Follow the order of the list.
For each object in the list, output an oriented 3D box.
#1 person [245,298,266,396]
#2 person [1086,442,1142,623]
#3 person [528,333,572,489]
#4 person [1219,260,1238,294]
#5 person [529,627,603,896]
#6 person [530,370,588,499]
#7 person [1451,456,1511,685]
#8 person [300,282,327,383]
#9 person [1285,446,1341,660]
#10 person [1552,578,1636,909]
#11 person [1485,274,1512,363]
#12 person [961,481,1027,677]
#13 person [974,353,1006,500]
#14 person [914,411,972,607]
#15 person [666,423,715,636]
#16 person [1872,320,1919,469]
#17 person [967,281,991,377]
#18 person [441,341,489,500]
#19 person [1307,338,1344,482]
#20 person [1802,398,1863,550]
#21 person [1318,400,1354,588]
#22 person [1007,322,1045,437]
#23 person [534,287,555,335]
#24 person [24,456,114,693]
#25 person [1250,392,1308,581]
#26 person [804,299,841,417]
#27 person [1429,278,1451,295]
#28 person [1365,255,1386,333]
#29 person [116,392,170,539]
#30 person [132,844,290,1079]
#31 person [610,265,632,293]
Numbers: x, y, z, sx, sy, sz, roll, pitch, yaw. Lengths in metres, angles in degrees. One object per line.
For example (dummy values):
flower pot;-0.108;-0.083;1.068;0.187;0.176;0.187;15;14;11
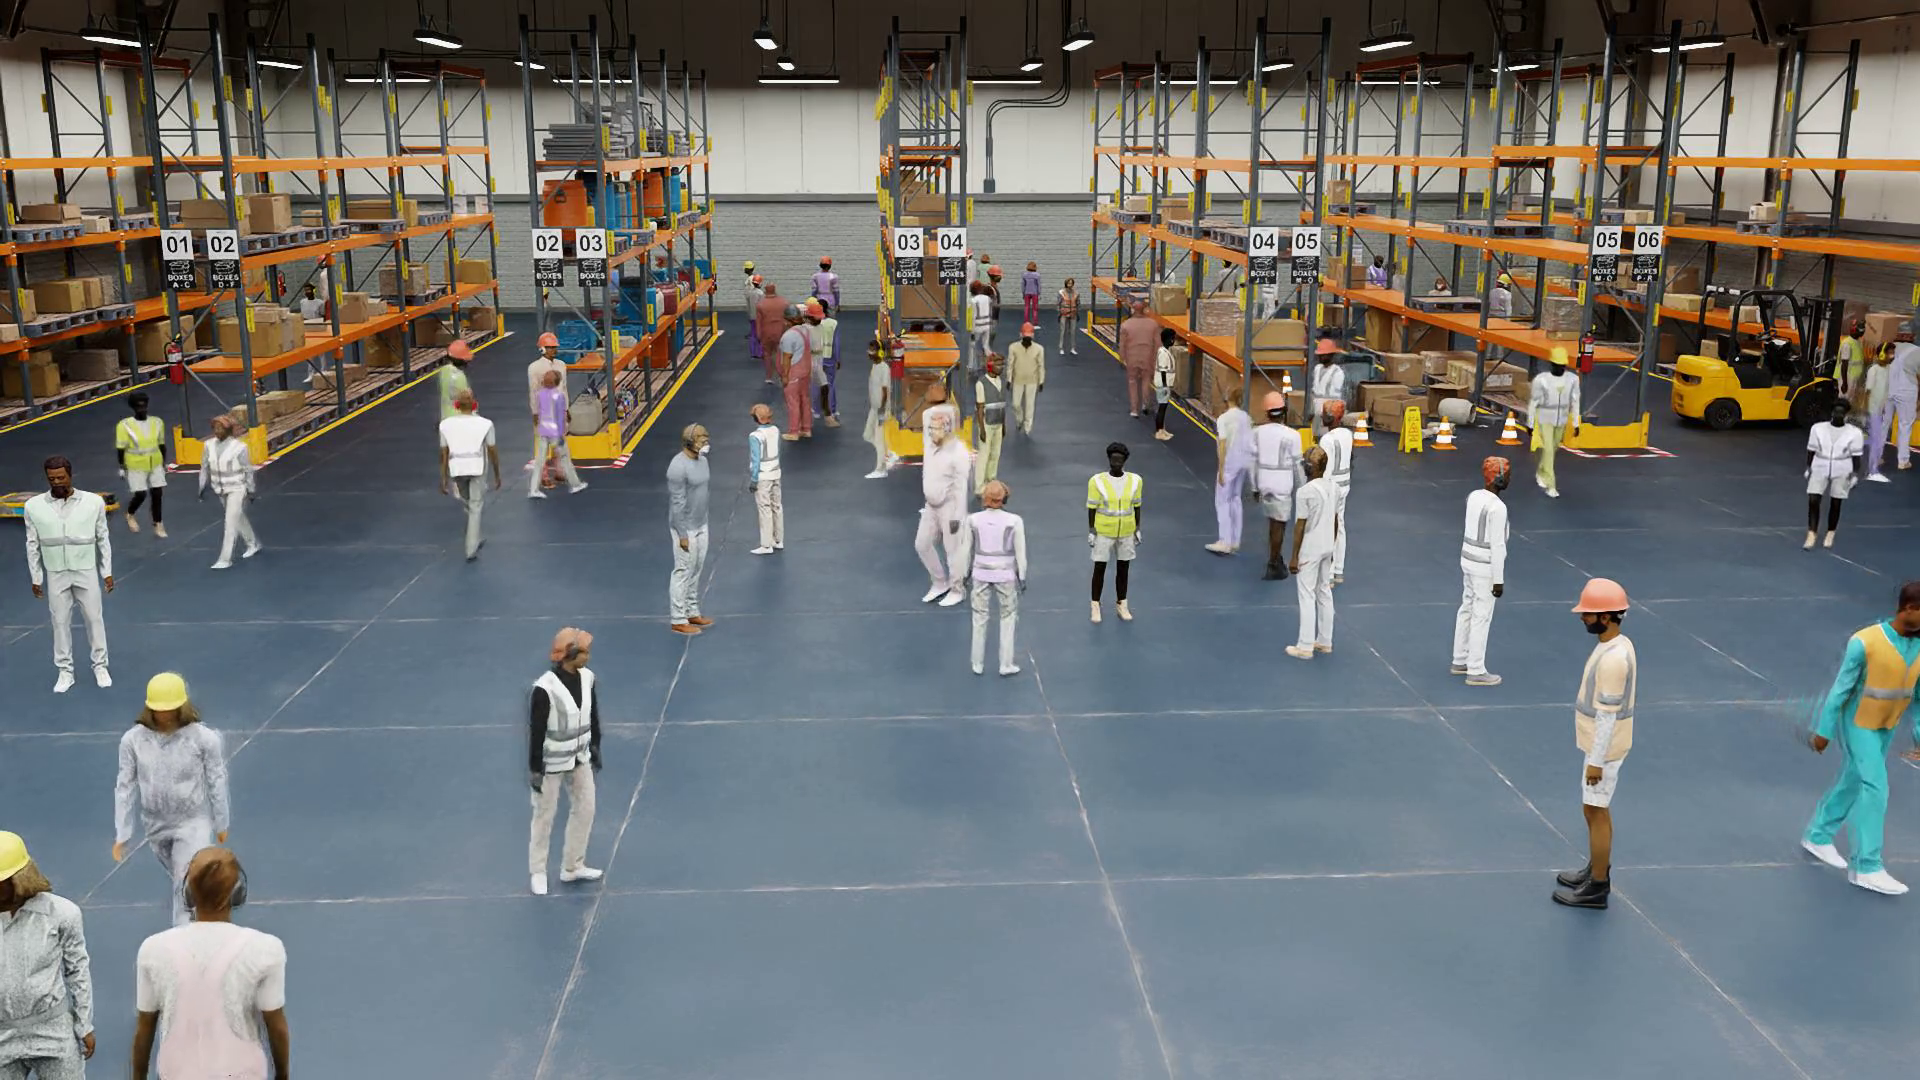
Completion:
person;-12.536;-3.413;29.384;0.309;1.736;0.485;2;13;8
person;1.422;-0.072;15.302;0.538;1.698;0.320;-3;14;-11
person;-5.276;-1.674;21.454;0.374;1.997;0.613;9;16;32
person;6.172;-5.629;38.476;0.517;1.874;0.327;-6;15;-24
person;-2.358;1.292;9.732;0.443;1.607;0.552;7;15;28
person;-5.087;-1.322;20.806;0.538;1.595;0.848;10;16;36
person;4.279;0.245;13.593;0.355;1.876;0.574;-2;13;-7
person;-12.056;-3.868;31.015;0.521;1.874;0.328;1;13;5
person;3.038;0.108;14.261;0.506;1.839;0.339;-10;17;-37
person;3.664;1.166;9.589;0.386;1.924;0.548;5;14;20
person;10.921;-4.460;33.643;0.404;1.824;0.589;-7;15;-28
person;0.282;0.323;13.783;0.562;1.629;0.318;4;14;18
person;0.376;-1.421;20.746;0.384;1.833;0.560;9;16;34
person;-0.184;-0.285;15.818;0.525;1.881;0.664;-10;17;-37
person;-2.414;-0.101;14.962;0.390;1.925;0.623;4;14;17
person;12.857;-2.006;22.764;0.535;2.000;0.681;-12;18;-41
person;0.307;-4.011;31.674;0.636;1.848;0.834;-12;18;-41
person;-6.189;-1.497;20.762;0.500;1.992;0.701;-9;16;-34
person;4.838;-1.681;21.684;0.742;1.914;0.551;-6;14;-22
person;9.431;-0.703;18.013;0.554;1.665;0.742;8;16;32
person;3.695;-0.466;16.576;0.346;1.883;0.584;10;16;35
person;0.995;-2.418;25.144;0.592;1.738;0.373;1;13;3
person;-7.823;-3.893;31.371;0.341;1.757;0.518;0;13;1
person;-7.165;0.263;13.415;0.597;1.918;0.379;-6;15;-23
person;3.263;-0.544;16.873;0.614;1.907;0.513;13;18;43
person;-2.228;-2.941;26.993;0.587;1.918;0.393;2;13;7
person;10.129;-4.729;35.172;0.501;1.633;0.282;7;15;27
person;9.823;-5.795;39.262;0.619;1.837;0.430;-7;15;-28
person;-9.125;-0.837;18.567;0.435;1.678;0.551;10;17;36
person;-2.748;2.039;6.114;0.573;1.813;0.574;-2;13;-9
person;-7.438;-5.244;36.530;0.640;2.015;0.613;1;13;4
